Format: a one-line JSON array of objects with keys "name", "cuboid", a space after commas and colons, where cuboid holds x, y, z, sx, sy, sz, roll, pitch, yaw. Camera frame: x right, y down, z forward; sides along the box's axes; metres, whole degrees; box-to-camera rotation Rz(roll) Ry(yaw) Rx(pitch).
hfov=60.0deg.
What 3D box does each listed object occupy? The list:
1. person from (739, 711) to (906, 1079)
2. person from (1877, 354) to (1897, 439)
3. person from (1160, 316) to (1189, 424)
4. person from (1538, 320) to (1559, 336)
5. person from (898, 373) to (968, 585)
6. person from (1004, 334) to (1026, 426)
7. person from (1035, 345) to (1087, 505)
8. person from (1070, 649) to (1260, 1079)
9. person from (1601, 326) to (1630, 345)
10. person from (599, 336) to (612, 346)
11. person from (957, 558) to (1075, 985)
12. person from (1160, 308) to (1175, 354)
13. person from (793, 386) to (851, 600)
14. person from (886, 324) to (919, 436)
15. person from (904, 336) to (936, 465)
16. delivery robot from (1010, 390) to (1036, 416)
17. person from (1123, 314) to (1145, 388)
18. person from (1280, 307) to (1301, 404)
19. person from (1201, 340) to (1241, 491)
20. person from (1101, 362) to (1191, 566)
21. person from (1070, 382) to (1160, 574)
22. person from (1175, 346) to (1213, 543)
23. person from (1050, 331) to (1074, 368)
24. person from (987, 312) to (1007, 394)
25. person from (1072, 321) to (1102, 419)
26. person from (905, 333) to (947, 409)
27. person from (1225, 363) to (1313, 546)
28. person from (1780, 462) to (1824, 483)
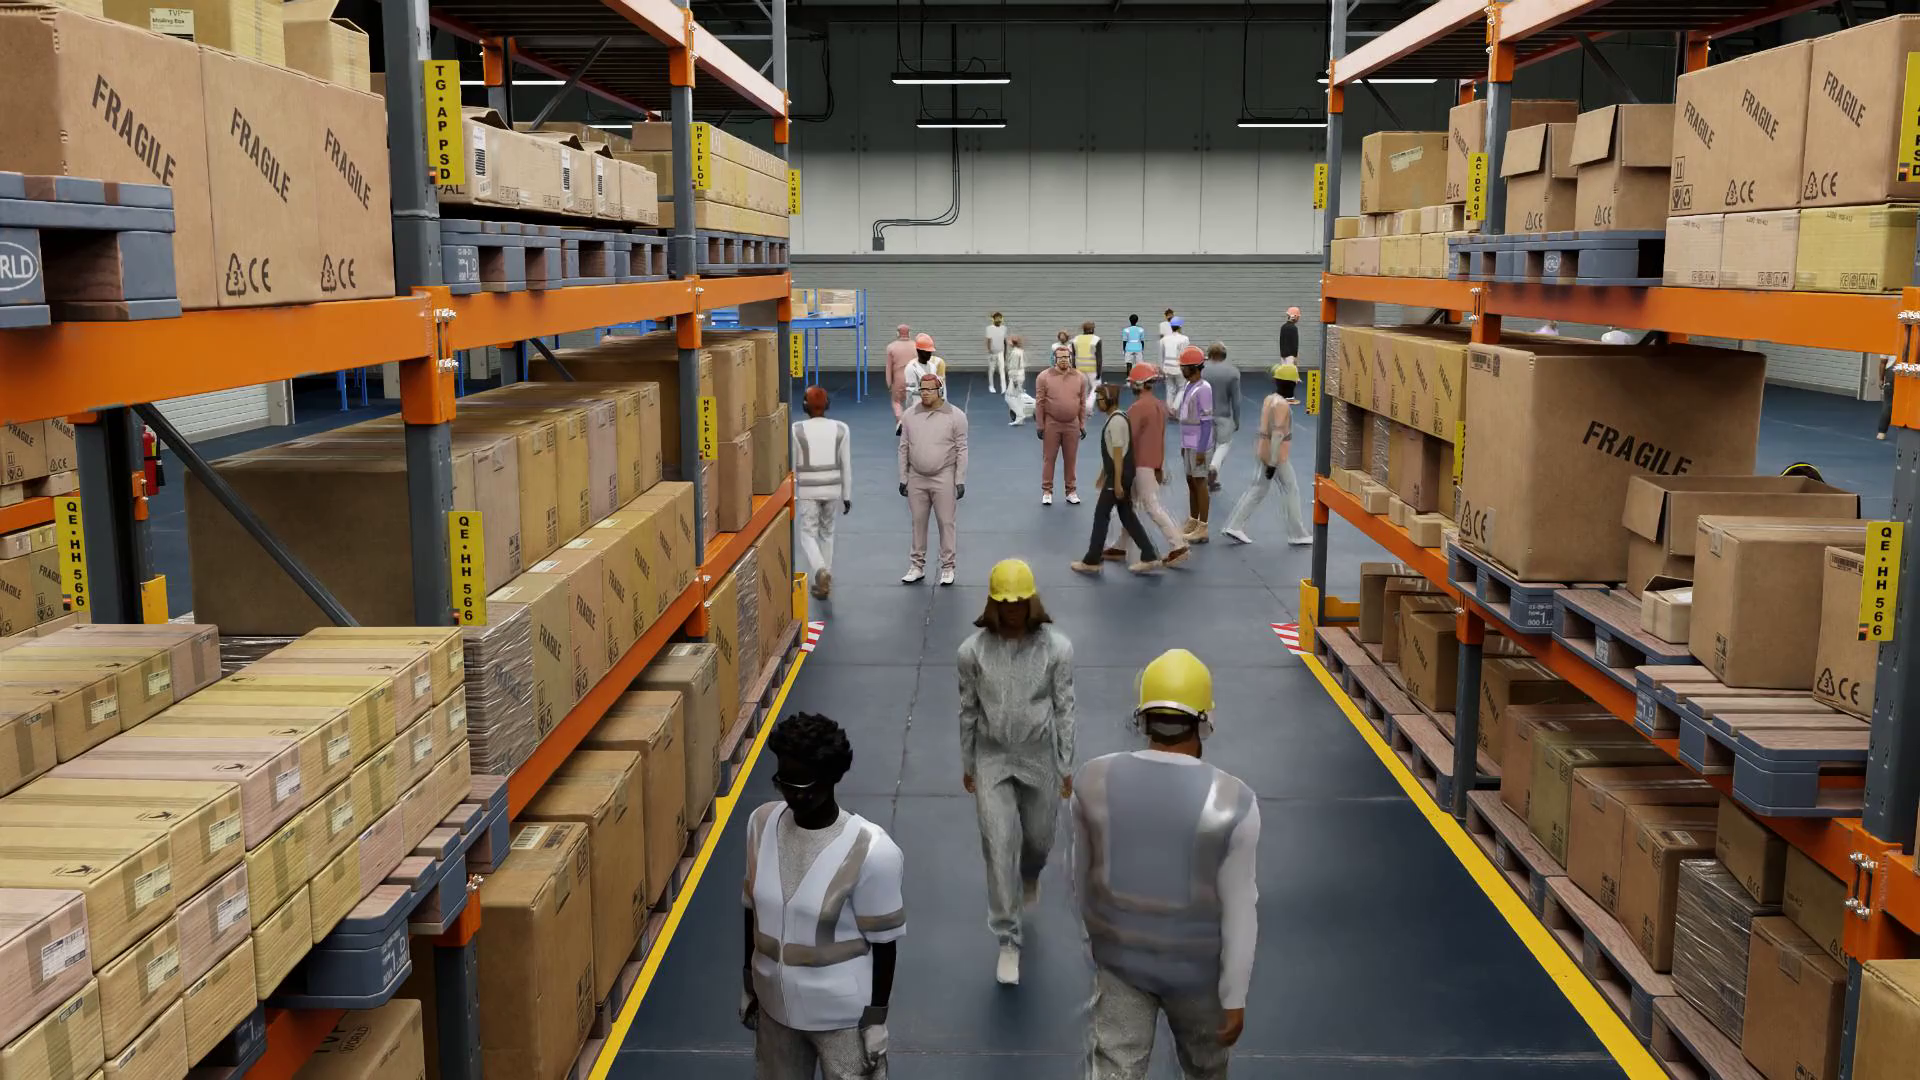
[{"name": "person", "cuboid": [-0.400, 1.295, 4.630, 0.530, 1.692, 0.321, 6, 11, 31]}, {"name": "person", "cuboid": [15.482, -2.646, 27.324, 0.690, 2.000, 0.536, 6, 11, 31]}, {"name": "person", "cuboid": [3.888, -3.062, 29.986, 0.630, 1.936, 0.429, 8, 13, 41]}, {"name": "person", "cuboid": [12.118, -3.762, 34.428, 0.977, 1.861, 0.631, 7, 12, 38]}, {"name": "person", "cuboid": [-0.260, -0.552, 15.049, 0.653, 1.906, 0.408, 3, 10, 18]}, {"name": "person", "cuboid": [0.977, -2.840, 29.574, 0.359, 1.629, 0.513, 2, 10, 12]}, {"name": "person", "cuboid": [1.228, -1.386, 20.053, 0.642, 1.908, 0.408, -2, 10, -11]}, {"name": "person", "cuboid": [0.593, 1.208, 4.893, 0.588, 1.789, 0.919, 4, 10, 23]}, {"name": "person", "cuboid": [13.413, -3.667, 34.097, 0.614, 1.781, 0.946, 1, 9, 4]}, {"name": "person", "cuboid": [-4.735, -1.797, 22.546, 0.549, 1.899, 0.923, -1, 10, -4]}, {"name": "person", "cuboid": [0.230, 0.896, 6.960, 0.487, 1.714, 0.757, 0, 9, 0]}, {"name": "person", "cuboid": [4.901, -4.510, 38.984, 0.524, 1.840, 0.536, -3, 10, -15]}, {"name": "person", "cuboid": [-1.194, -0.389, 14.228, 0.584, 1.861, 0.730, -3, 10, -19]}, {"name": "person", "cuboid": [-0.904, -2.616, 27.475, 0.656, 1.893, 0.500, -2, 10, -10]}, {"name": "person", "cuboid": [-0.478, -1.725, 21.991, 0.377, 1.932, 0.552, 8, 12, 39]}, {"name": "delivery robot", "cuboid": [1.167, -2.537, 30.823, 0.477, 0.478, 0.707, -2, 9, -14]}, {"name": "person", "cuboid": [4.036, -4.398, 38.715, 0.533, 1.697, 0.319, -1, 10, -7]}, {"name": "person", "cuboid": [6.813, -3.801, 34.279, 0.404, 1.983, 0.616, -3, 10, -15]}, {"name": "person", "cuboid": [3.220, -1.557, 21.024, 0.644, 1.924, 0.663, 4, 10, 23]}, {"name": "person", "cuboid": [1.814, -0.735, 16.028, 0.995, 1.959, 0.613, 5, 11, 25]}, {"name": "person", "cuboid": [1.491, -0.575, 15.539, 0.836, 1.801, 0.532, 2, 10, 13]}, {"name": "person", "cuboid": [2.428, -1.002, 17.349, 0.394, 2.040, 0.609, -1, 10, -8]}, {"name": "person", "cuboid": [1.950, -3.172, 31.647, 0.529, 1.593, 0.850, 2, 10, 11]}, {"name": "person", "cuboid": [0.822, -4.157, 36.991, 0.500, 1.817, 1.003, -2, 10, -11]}, {"name": "person", "cuboid": [2.374, -3.158, 30.914, 0.631, 1.831, 0.448, 6, 11, 30]}, {"name": "person", "cuboid": [-0.477, -1.907, 23.110, 0.594, 1.927, 0.425, 2, 10, 15]}, {"name": "person", "cuboid": [3.213, -0.881, 17.112, 0.965, 1.884, 0.585, -1, 10, -6]}, {"name": "person", "cuboid": [4.371, 0.510, 8.825, 0.517, 1.865, 0.327, 1, 10, 5]}]
